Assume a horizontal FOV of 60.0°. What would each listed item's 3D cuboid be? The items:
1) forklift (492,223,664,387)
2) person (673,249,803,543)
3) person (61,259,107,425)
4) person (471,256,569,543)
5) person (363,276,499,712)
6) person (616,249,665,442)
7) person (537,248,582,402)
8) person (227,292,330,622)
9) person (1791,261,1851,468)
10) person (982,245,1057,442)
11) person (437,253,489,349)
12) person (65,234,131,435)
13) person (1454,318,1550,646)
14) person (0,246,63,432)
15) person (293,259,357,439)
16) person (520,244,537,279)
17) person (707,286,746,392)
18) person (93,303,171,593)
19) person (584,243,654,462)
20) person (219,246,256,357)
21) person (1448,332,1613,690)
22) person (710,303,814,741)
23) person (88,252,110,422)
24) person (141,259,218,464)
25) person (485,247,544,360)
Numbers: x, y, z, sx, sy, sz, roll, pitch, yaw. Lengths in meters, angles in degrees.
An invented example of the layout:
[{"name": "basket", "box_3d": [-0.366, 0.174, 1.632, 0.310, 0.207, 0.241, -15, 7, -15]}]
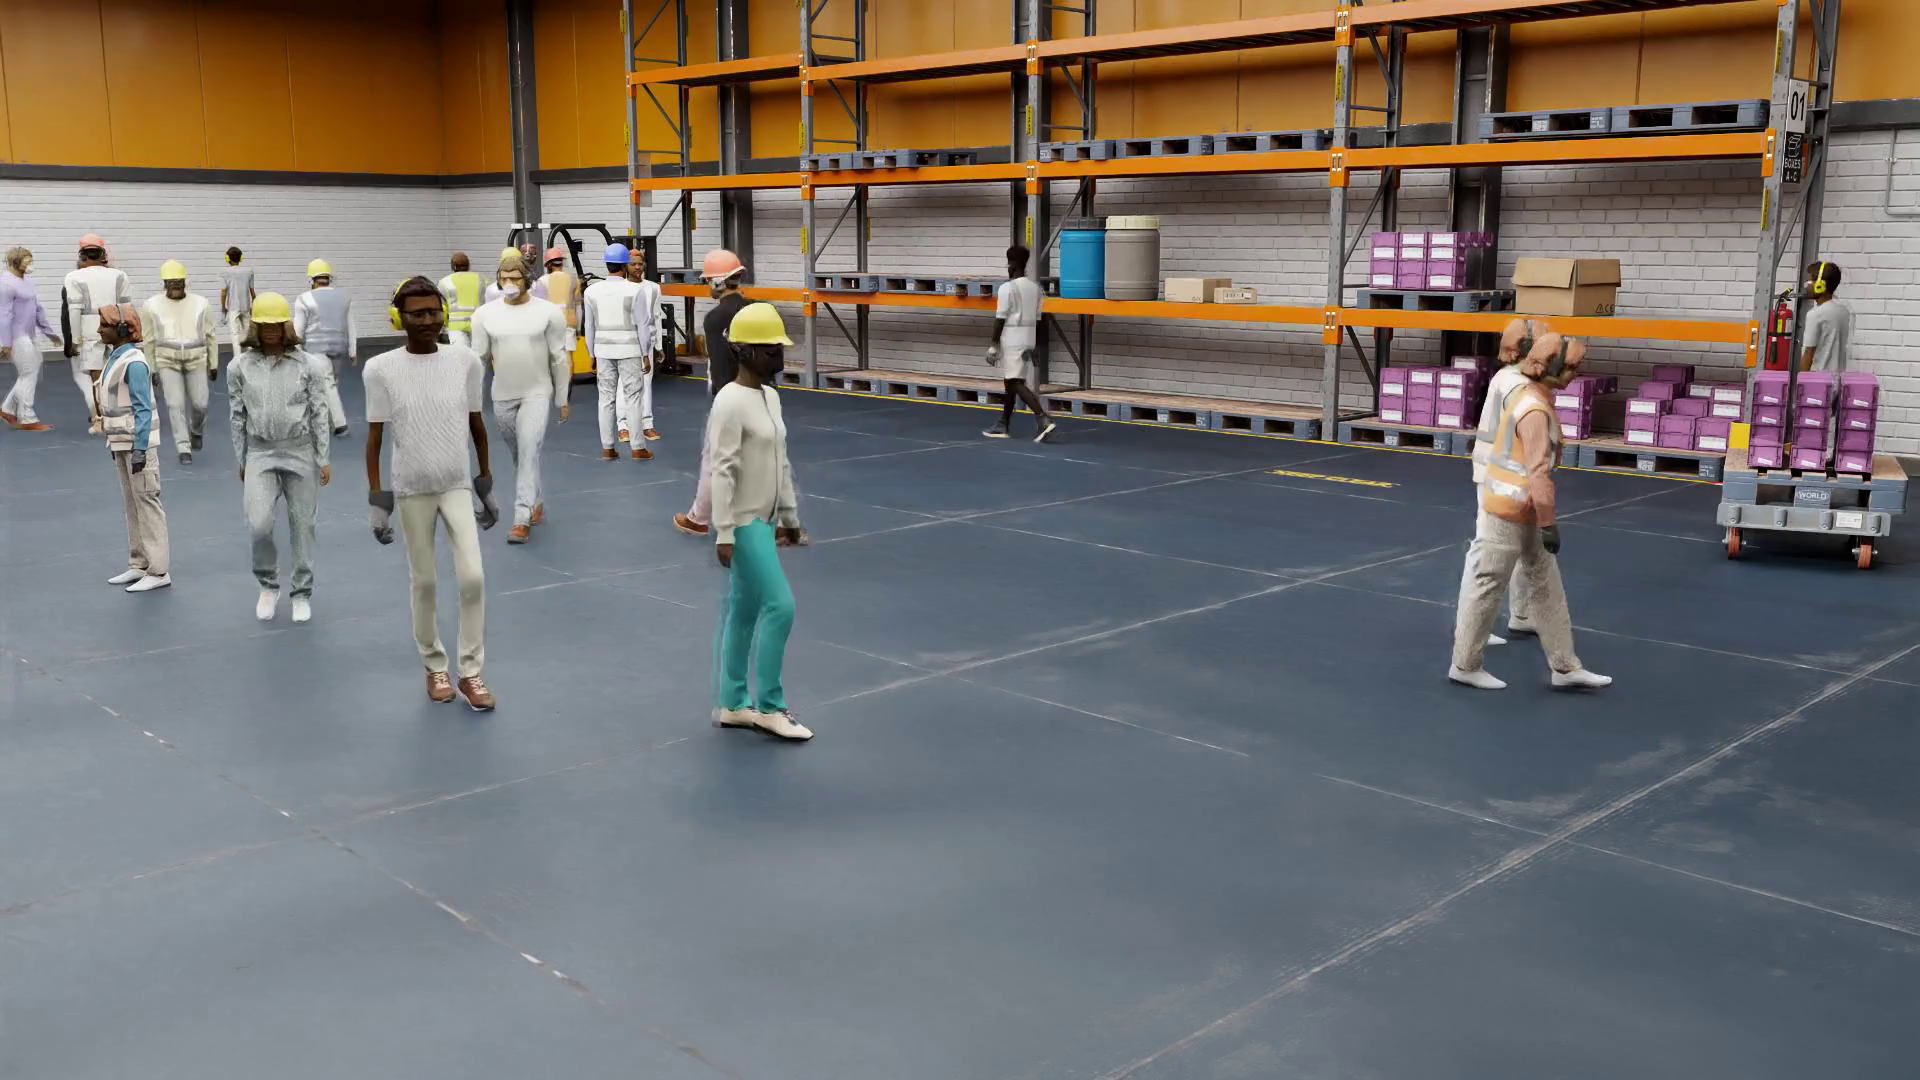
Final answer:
[{"name": "forklift", "box_3d": [-5.316, -3.263, 22.920, 2.313, 2.155, 1.214, -10, 14, -44]}, {"name": "person", "box_3d": [-1.464, -0.935, 10.975, 1.069, 1.937, 0.617, 8, 13, 37]}, {"name": "person", "box_3d": [-9.060, -2.063, 17.447, 0.553, 1.810, 0.664, 10, 14, 42]}, {"name": "person", "box_3d": [-2.983, -0.971, 11.275, 0.651, 1.890, 1.035, 0, 10, 1]}, {"name": "person", "box_3d": [-2.212, -0.183, 7.049, 0.570, 1.848, 0.687, -5, 12, -27]}, {"name": "person", "box_3d": [-3.195, -1.910, 16.391, 0.572, 1.883, 0.353, -6, 12, -30]}, {"name": "person", "box_3d": [-4.906, -2.633, 20.393, 0.561, 1.871, 0.979, -3, 11, -16]}, {"name": "person", "box_3d": [-3.532, -0.419, 8.675, 0.487, 1.730, 0.402, -3, 11, -18]}, {"name": "person", "box_3d": [6.261, -1.076, 11.969, 0.524, 1.846, 0.758, -8, 13, -36]}, {"name": "person", "box_3d": [0.607, -1.933, 16.378, 0.937, 1.937, 0.601, 7, 13, 35]}, {"name": "person", "box_3d": [-6.005, -2.543, 20.070, 0.644, 1.799, 0.901, -6, 12, -31]}, {"name": "person", "box_3d": [-8.731, -2.078, 16.896, 0.404, 2.034, 0.609, 10, 14, 43]}, {"name": "person", "box_3d": [2.761, -0.266, 8.144, 0.646, 1.615, 0.512, 2, 11, 13]}, {"name": "person", "box_3d": [-9.737, -2.069, 17.189, 0.635, 1.913, 0.634, -2, 11, -10]}, {"name": "person", "box_3d": [-6.380, -1.917, 16.702, 0.921, 1.789, 0.609, 9, 14, 41]}, {"name": "person", "box_3d": [-6.161, -3.276, 23.799, 0.403, 1.900, 0.636, -4, 11, -23]}, {"name": "person", "box_3d": [-1.954, -1.439, 14.651, 0.505, 1.580, 0.887, -6, 12, -31]}, {"name": "person", "box_3d": [-4.735, -0.527, 9.510, 0.309, 1.641, 0.513, -9, 14, -40]}, {"name": "person", "box_3d": [-3.046, -1.666, 14.876, 0.602, 1.949, 0.395, 2, 11, 12]}, {"name": "person", "box_3d": [-10.407, -3.298, 23.998, 0.529, 1.869, 0.315, -10, 14, -44]}, {"name": "person", "box_3d": [2.536, -0.102, 7.265, 0.772, 1.596, 0.525, 4, 11, 22]}, {"name": "person", "box_3d": [-0.744, -0.065, 6.665, 0.591, 1.747, 0.547, 2, 11, 12]}, {"name": "person", "box_3d": [-9.167, -2.205, 17.905, 0.634, 1.917, 0.551, 3, 11, 17]}, {"name": "person", "box_3d": [-6.955, -1.595, 14.862, 0.602, 1.820, 0.567, -6, 12, -29]}, {"name": "person", "box_3d": [-4.513, -2.029, 16.970, 0.612, 1.909, 0.672, -2, 11, -10]}]
